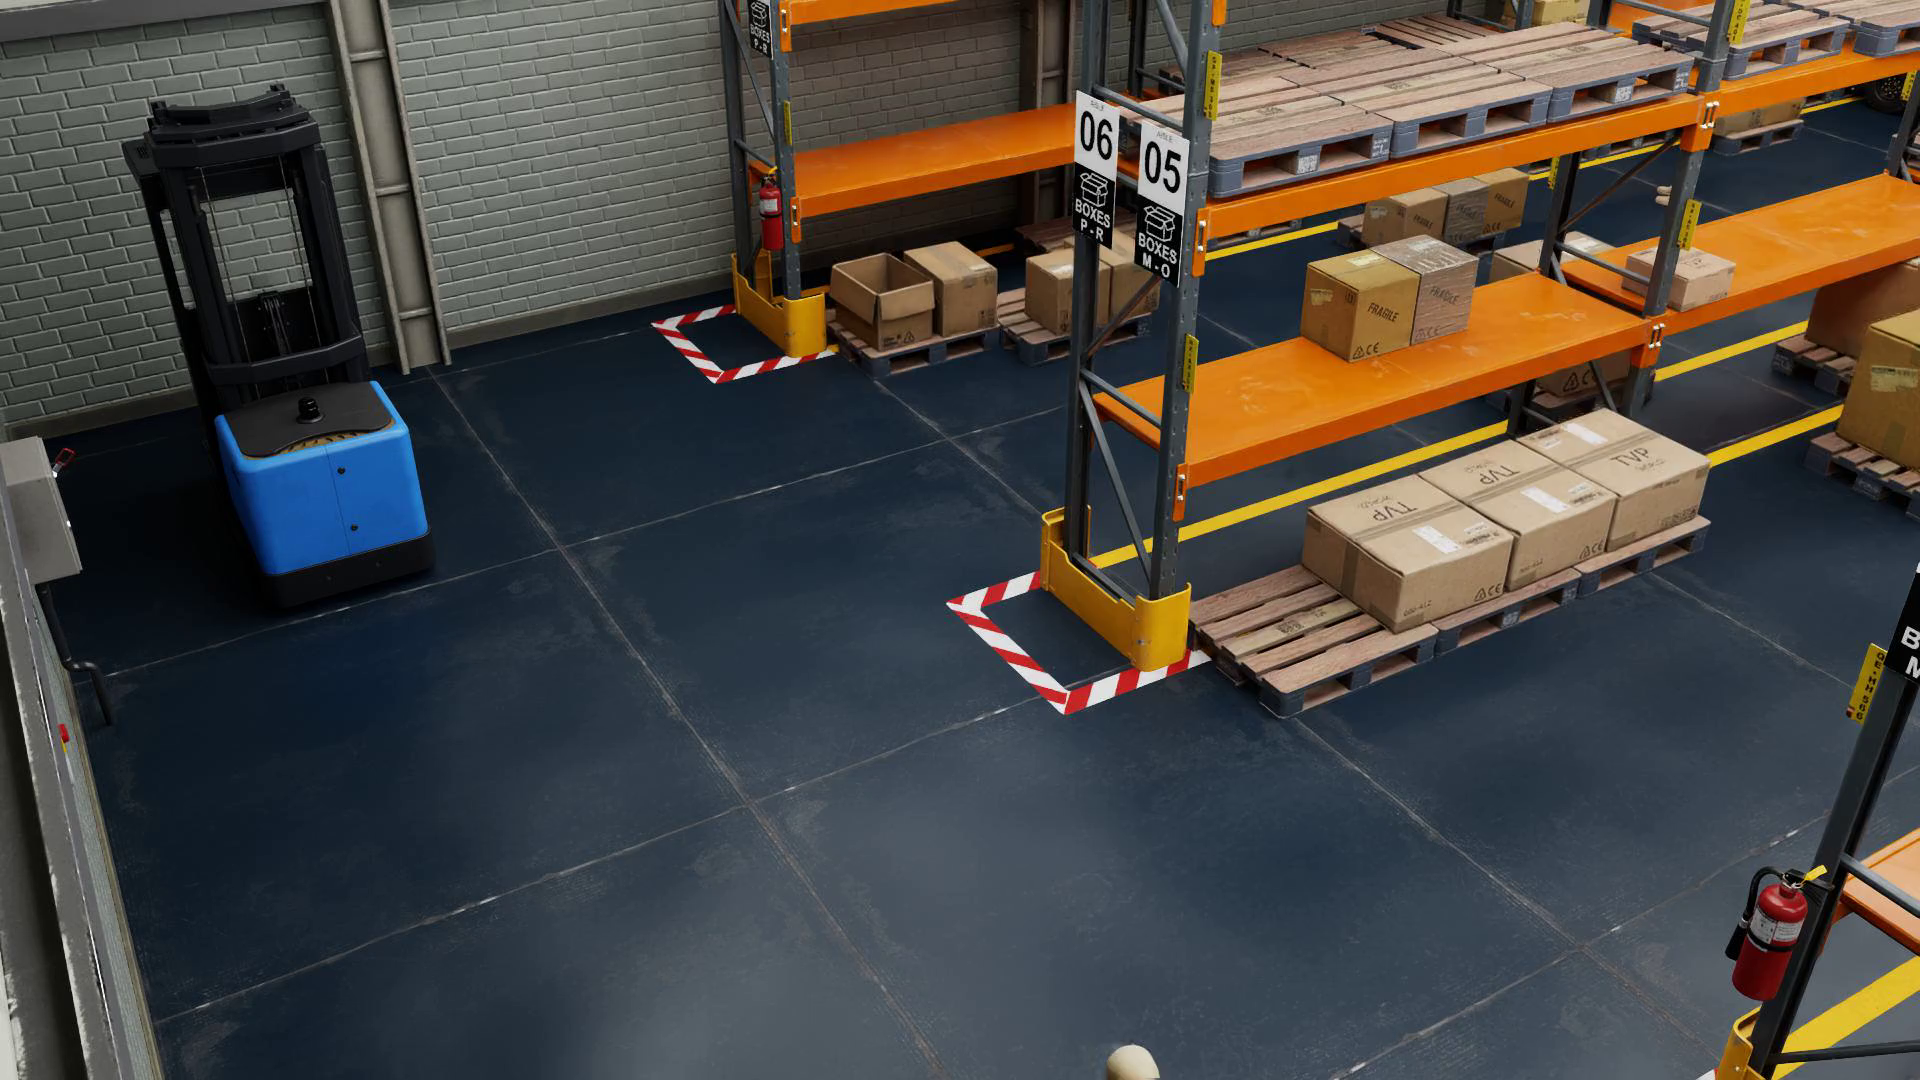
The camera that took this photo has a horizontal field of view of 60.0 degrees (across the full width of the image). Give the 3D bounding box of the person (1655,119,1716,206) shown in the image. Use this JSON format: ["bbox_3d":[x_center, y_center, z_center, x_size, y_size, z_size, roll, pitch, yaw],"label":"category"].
[{"bbox_3d":[7.185,-4.190,16.219,0.401,1.850,0.532,13,34,20],"label":"person"}]

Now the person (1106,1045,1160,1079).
[{"bbox_3d":[0.513,2.365,5.675,0.618,1.776,0.641,-15,35,-23],"label":"person"}]

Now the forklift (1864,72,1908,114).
[{"bbox_3d":[11.468,-5.645,18.244,1.214,2.155,2.313,-17,36,-26],"label":"forklift"}]

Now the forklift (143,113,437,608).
[{"bbox_3d":[-4.289,-1.259,10.509,1.129,2.768,1.873,-17,36,-26],"label":"forklift"}]
